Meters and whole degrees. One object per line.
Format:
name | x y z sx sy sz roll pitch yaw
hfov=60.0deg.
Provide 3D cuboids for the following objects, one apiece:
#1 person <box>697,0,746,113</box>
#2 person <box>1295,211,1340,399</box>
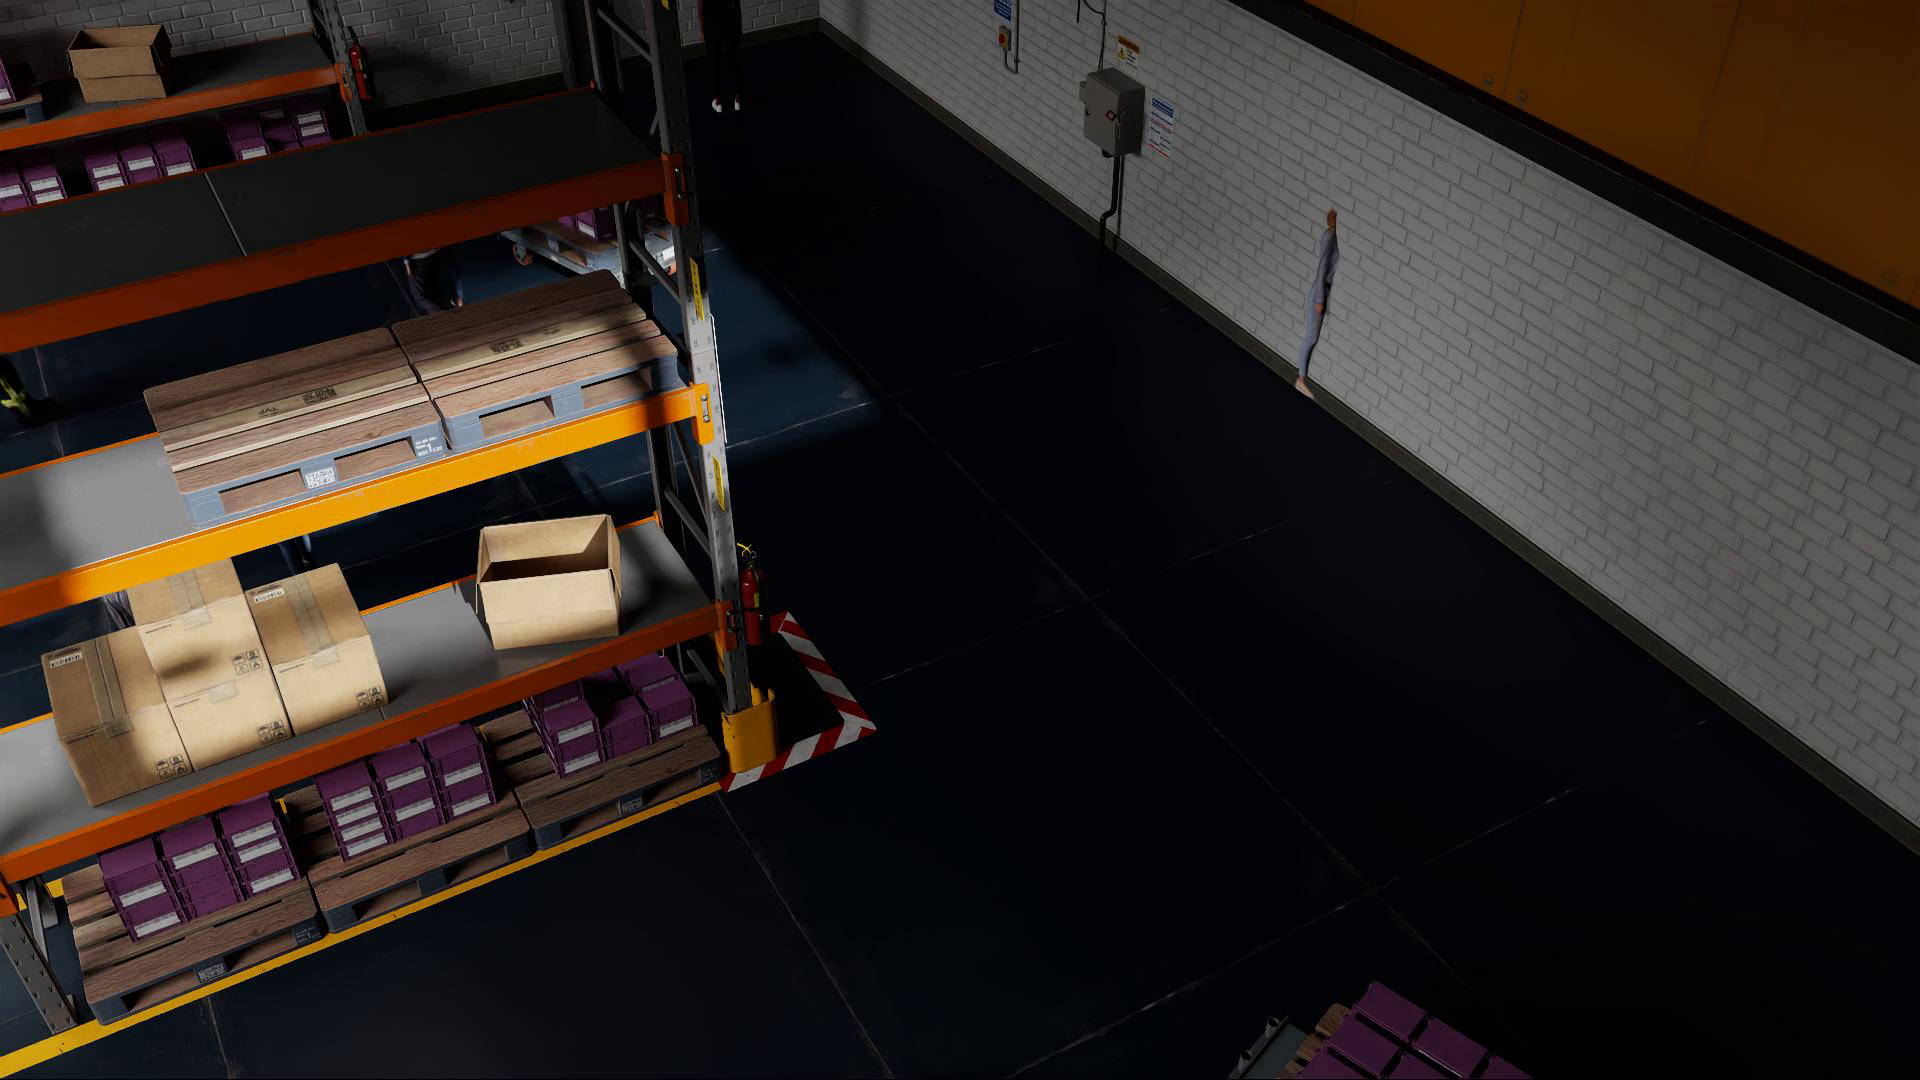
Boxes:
person | -2.519 -5.374 17.527 0.623 1.729 0.743 -7 39 -9
person | 2.928 -1.961 13.200 0.501 1.795 0.678 -27 46 -30
